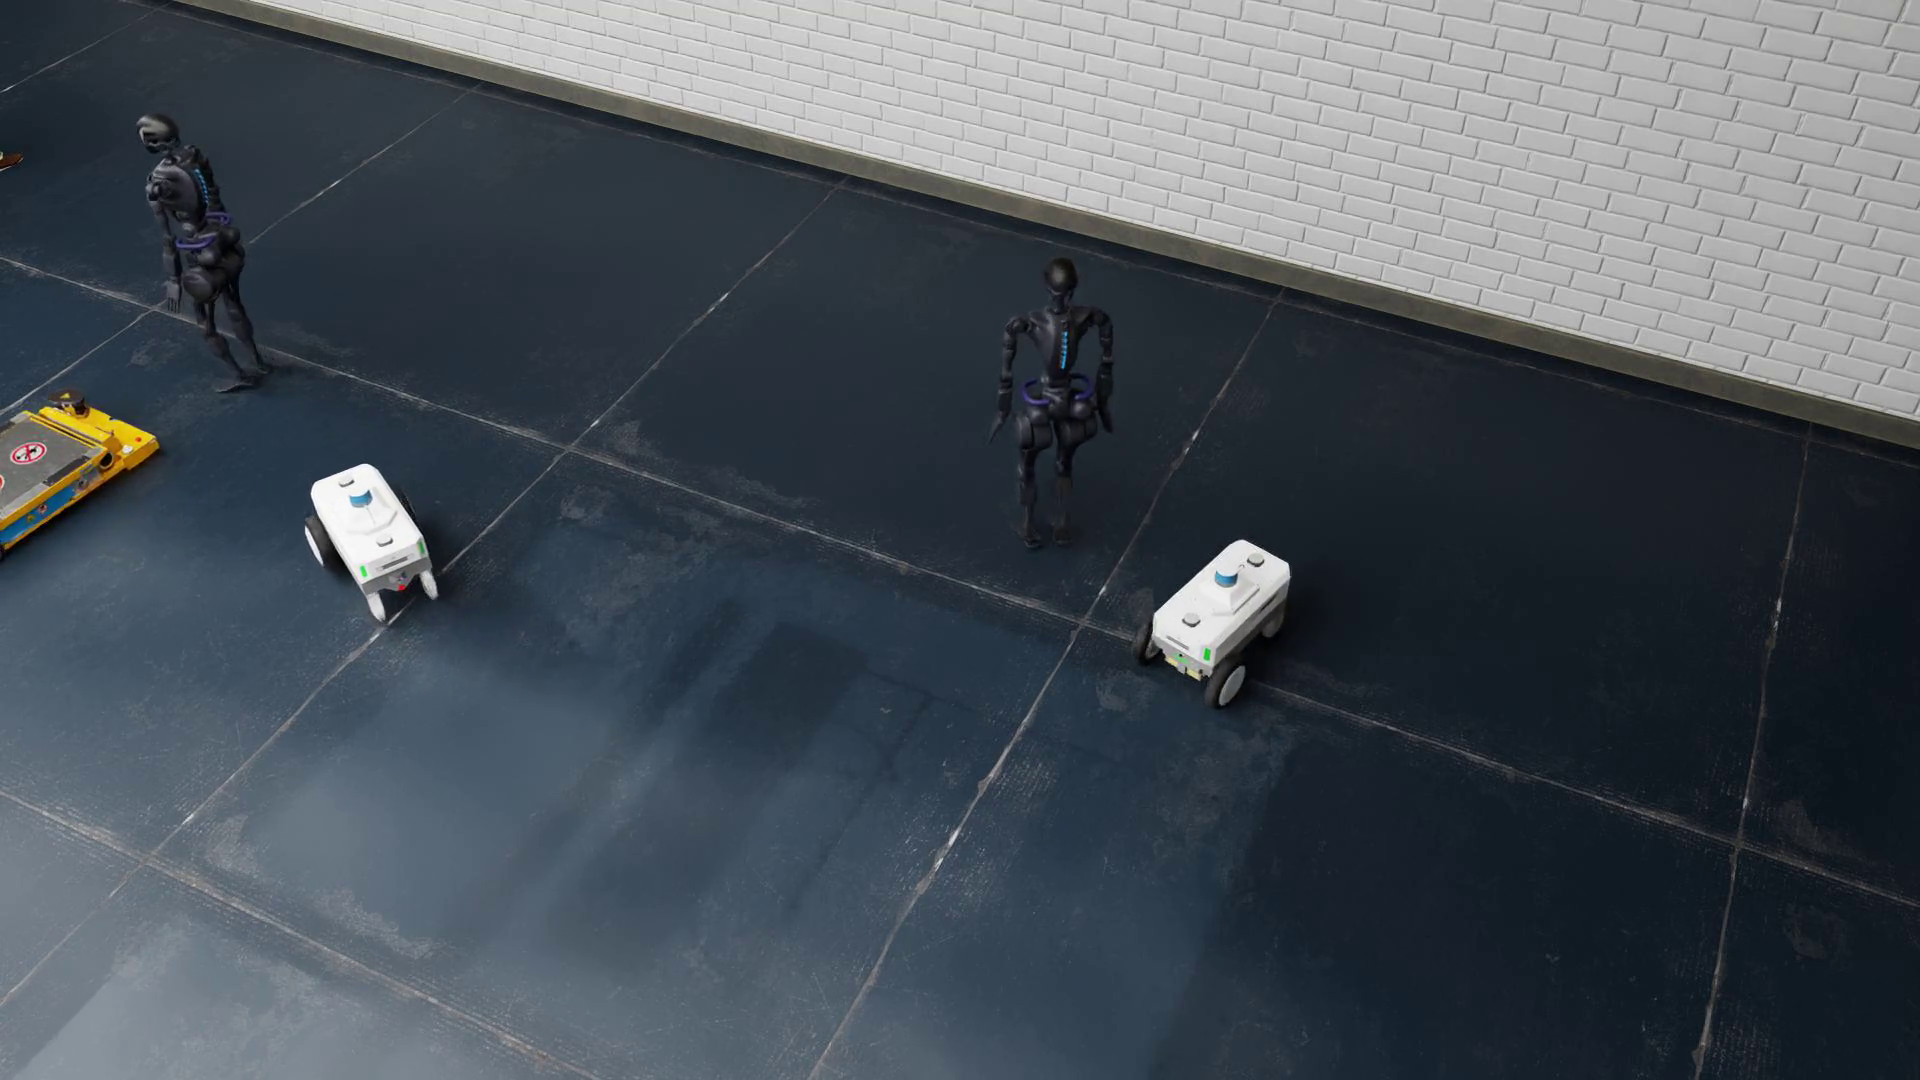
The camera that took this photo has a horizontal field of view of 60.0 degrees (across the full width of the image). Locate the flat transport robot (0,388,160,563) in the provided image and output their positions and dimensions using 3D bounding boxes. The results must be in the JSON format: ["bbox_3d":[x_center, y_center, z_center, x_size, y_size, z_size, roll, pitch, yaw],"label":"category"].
[{"bbox_3d":[-4.914,-0.239,8.513,0.659,0.231,1.431,21,47,21],"label":"flat transport robot"}]

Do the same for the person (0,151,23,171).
[{"bbox_3d":[-6.524,-3.108,10.603,0.499,1.633,0.282,8,43,9],"label":"person"}]

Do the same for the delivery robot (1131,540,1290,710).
[{"bbox_3d":[1.182,0.361,7.660,0.499,0.601,0.775,31,51,29],"label":"delivery robot"}]

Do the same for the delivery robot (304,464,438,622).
[{"bbox_3d":[-2.861,-0.032,8.082,0.499,0.598,0.791,-25,49,-25],"label":"delivery robot"}]

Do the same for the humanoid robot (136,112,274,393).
[{"bbox_3d":[-4.031,-1.511,8.847,0.332,1.654,0.600,6,43,7],"label":"humanoid robot"}]

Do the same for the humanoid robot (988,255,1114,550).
[{"bbox_3d":[0.439,-0.611,7.883,0.612,1.652,0.318,-9,44,-10],"label":"humanoid robot"}]
